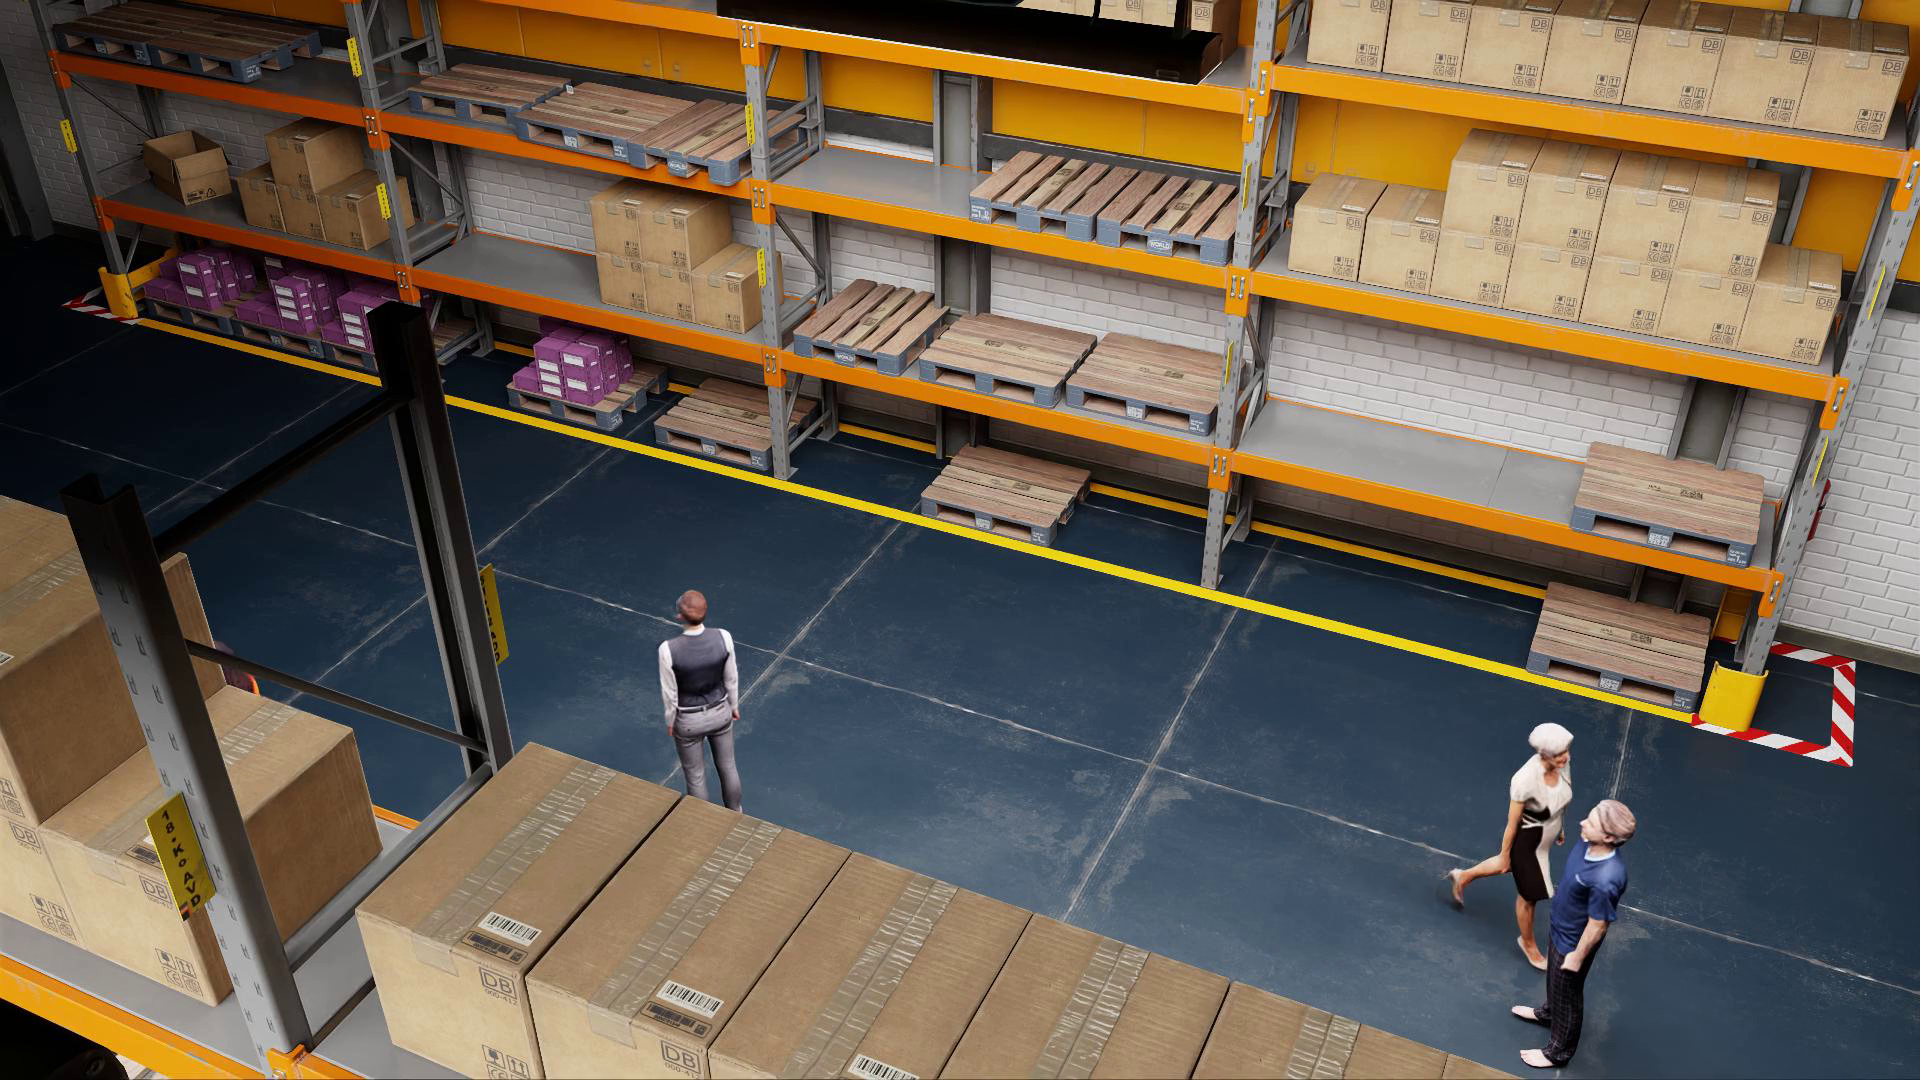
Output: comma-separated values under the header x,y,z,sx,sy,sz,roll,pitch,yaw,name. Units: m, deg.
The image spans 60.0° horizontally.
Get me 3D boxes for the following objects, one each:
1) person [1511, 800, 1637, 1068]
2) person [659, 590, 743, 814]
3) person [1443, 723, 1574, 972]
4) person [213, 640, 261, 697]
x,y,z,sx,sy,sz,roll,pitch,yaw,name
3.400,2.149,9.160,0.636,1.871,0.711,6,34,9,person
-1.646,1.120,10.652,0.740,1.933,0.789,-13,36,-19,person
3.314,1.745,9.898,0.885,1.727,1.148,-29,43,-36,person
-4.400,1.357,10.480,0.912,1.729,0.740,7,34,11,person
